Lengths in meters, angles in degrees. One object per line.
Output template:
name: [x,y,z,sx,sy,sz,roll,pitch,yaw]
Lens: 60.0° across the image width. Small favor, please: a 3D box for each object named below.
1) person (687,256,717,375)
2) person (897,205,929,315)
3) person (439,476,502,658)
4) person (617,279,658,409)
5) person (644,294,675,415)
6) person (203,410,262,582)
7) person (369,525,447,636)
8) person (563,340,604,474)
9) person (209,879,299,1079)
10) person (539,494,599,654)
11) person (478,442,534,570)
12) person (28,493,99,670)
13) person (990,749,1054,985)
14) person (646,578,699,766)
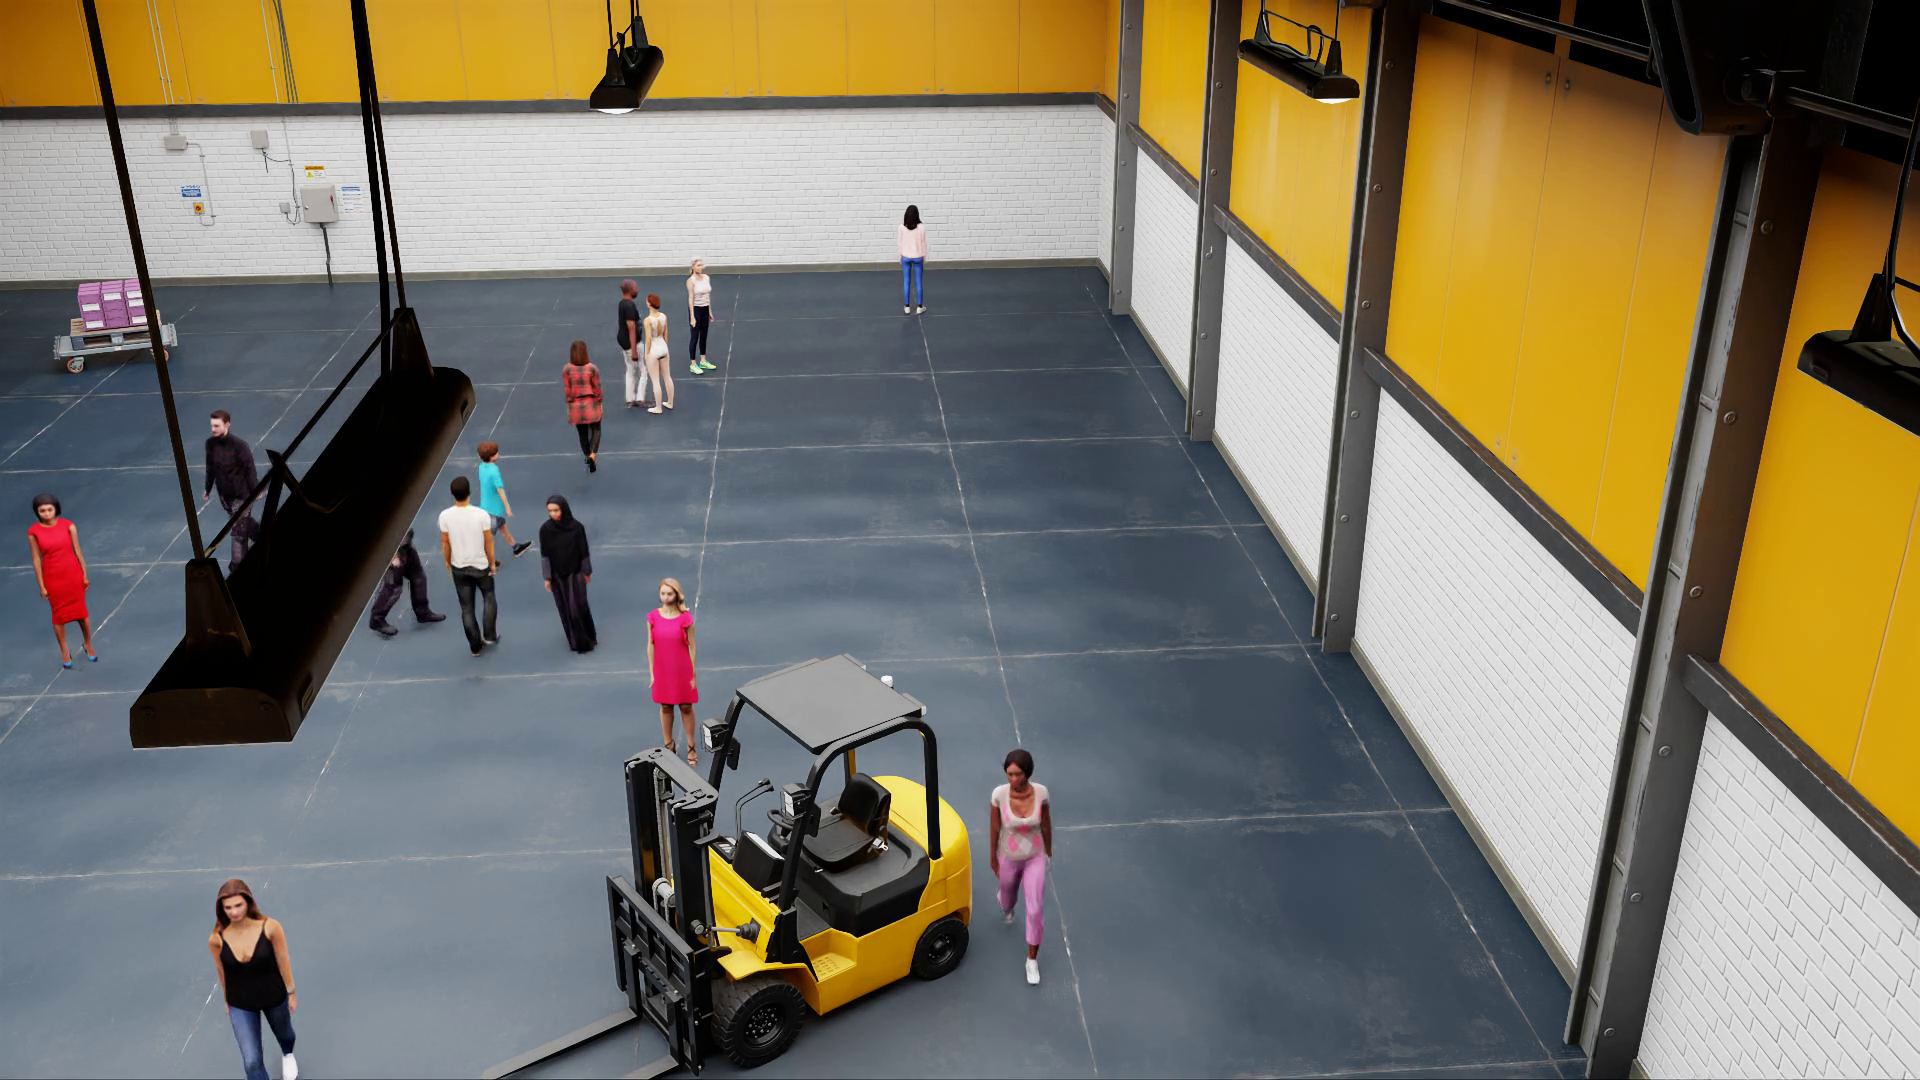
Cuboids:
person: [-3.784,-3.288,24.146,0.751,1.701,0.668,15,28,30]
person: [-0.770,-4.558,26.967,0.697,1.769,0.631,4,24,9]
person: [-4.688,0.285,15.861,0.660,1.791,0.662,-4,24,-10]
person: [-4.521,-2.626,22.517,0.855,1.793,0.750,-9,25,-20]
person: [-4.085,-2.528,22.480,0.675,1.643,0.603,17,29,33]
person: [-7.592,-0.492,17.545,1.088,1.865,1.312,10,26,23]
person: [-5.611,0.065,16.314,0.732,1.829,0.871,-2,24,-4]
person: [-4.586,-1.576,20.243,0.631,1.690,0.821,0,24,0]
person: [-4.314,2.788,10.266,0.782,1.685,1.130,-9,25,-19]
person: [-3.788,0.282,16.091,0.616,1.611,0.755,-3,24,-6]
person: [-5.052,-0.343,17.757,0.904,1.422,0.926,-18,29,-35]
person: [-8.476,0.373,15.718,0.655,1.743,0.662,-15,28,-31]
person: [0.410,2.191,11.588,0.588,1.719,1.014,-3,24,-6]
person: [-2.417,1.104,14.064,0.598,1.728,0.579,2,24,3]
